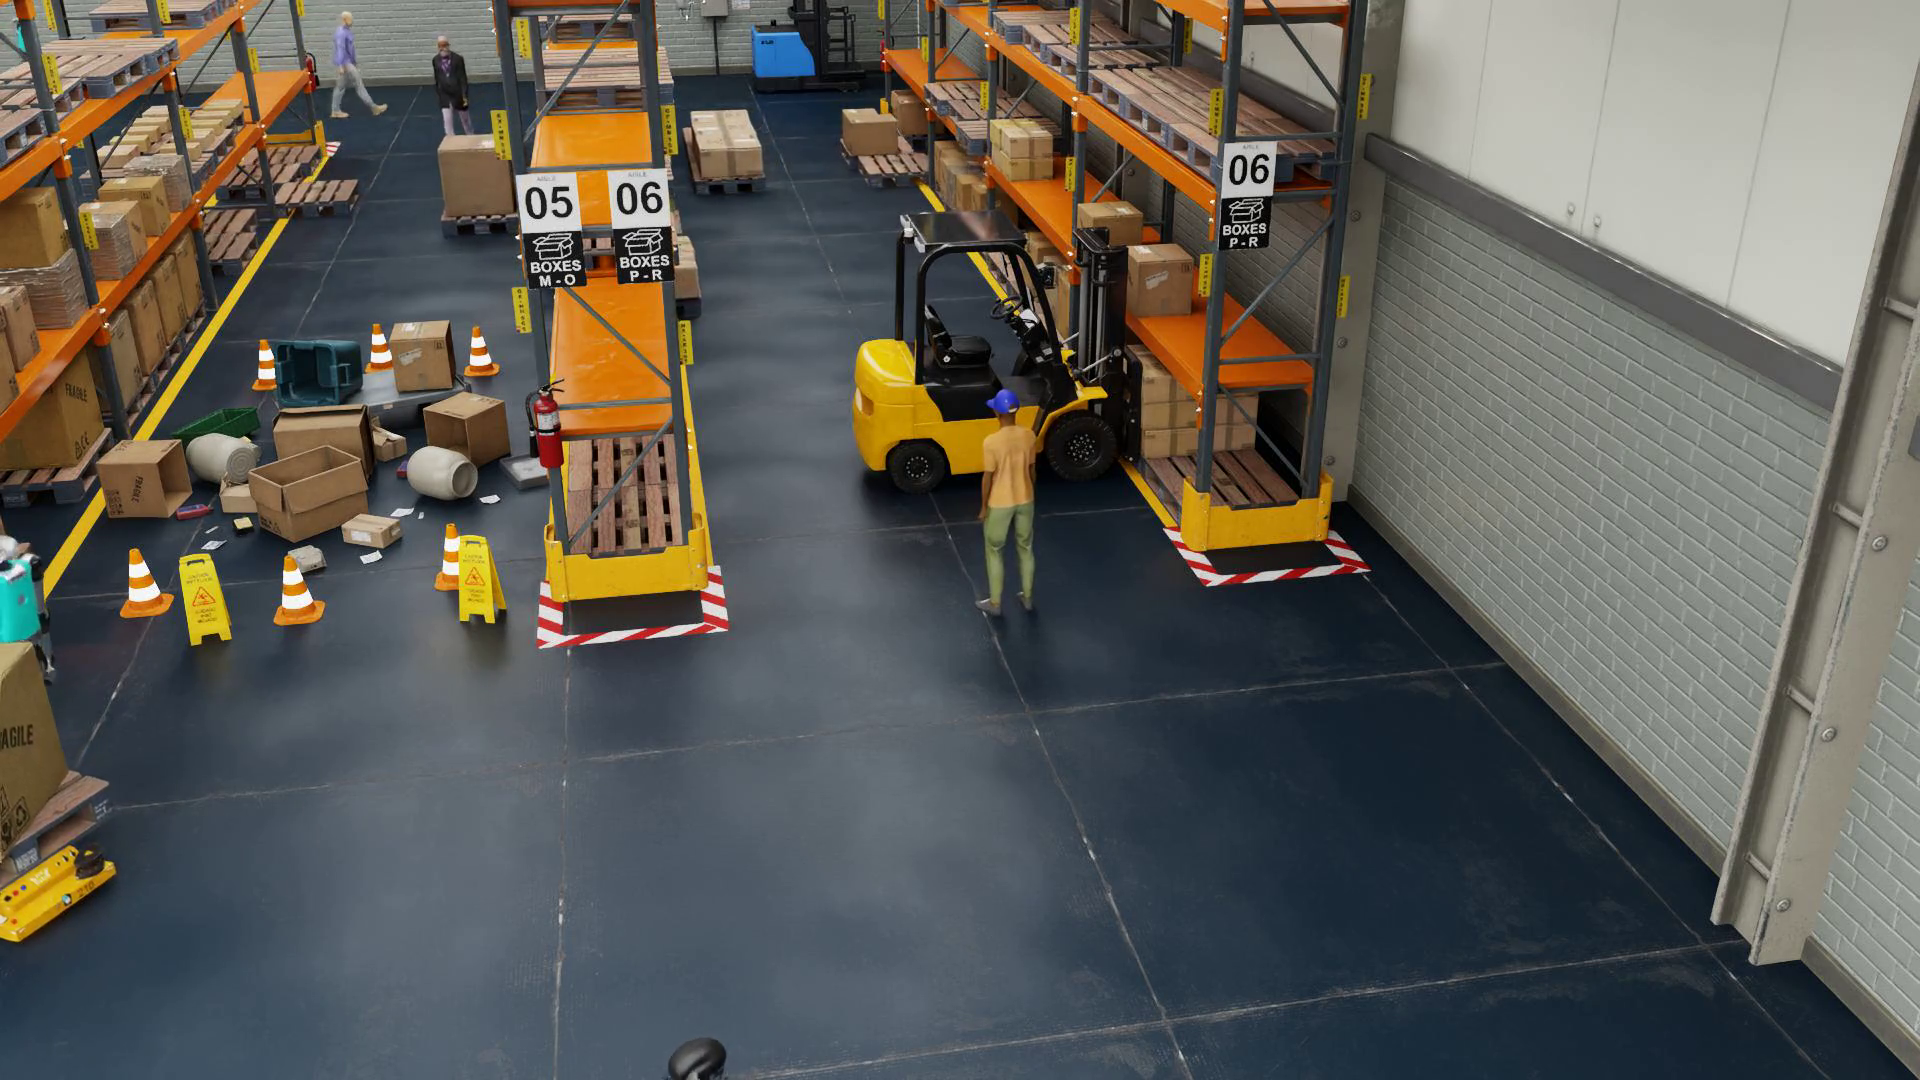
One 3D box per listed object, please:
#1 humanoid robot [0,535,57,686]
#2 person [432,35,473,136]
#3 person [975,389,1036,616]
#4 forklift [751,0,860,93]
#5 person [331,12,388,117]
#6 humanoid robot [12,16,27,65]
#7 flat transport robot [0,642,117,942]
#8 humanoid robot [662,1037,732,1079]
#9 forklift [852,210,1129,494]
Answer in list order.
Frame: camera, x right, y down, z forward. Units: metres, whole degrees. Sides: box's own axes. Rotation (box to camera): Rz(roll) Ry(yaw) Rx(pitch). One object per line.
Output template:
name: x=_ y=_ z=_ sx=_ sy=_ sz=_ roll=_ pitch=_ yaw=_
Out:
humanoid robot: x=-5.688 y=0.809 z=9.826 sx=0.698 sy=1.846 sz=0.538 roll=6 pitch=26 yaw=12
person: x=-7.803 y=-6.864 z=25.641 sx=0.525 sy=1.820 sz=0.949 roll=-2 pitch=26 yaw=-4
person: x=0.333 y=-0.284 z=12.068 sx=0.451 sy=1.706 sz=0.392 roll=-11 pitch=28 yaw=-22
forklift: x=-2.872 y=-9.679 z=30.288 sx=1.873 sy=2.768 sz=1.129 roll=-5 pitch=26 yaw=-10
person: x=-10.319 y=-8.039 z=28.180 sx=0.976 sy=1.727 sz=0.649 roll=-7 pitch=27 yaw=-14
humanoid robot: x=-15.767 y=-7.800 z=27.740 sx=1.009 sy=1.782 sz=0.531 roll=-13 pitch=29 yaw=-26
flat transport robot: x=-5.540 y=1.828 z=9.323 sx=1.431 sy=0.231 sz=0.659 roll=10 pitch=27 yaw=20
humanoid robot: x=-0.929 y=2.520 z=6.296 sx=0.498 sy=1.639 sz=0.588 roll=-22 pitch=33 yaw=-38
forklift: x=0.216 y=-1.659 z=14.366 sx=2.313 sy=2.155 sz=1.214 roll=-5 pitch=26 yaw=-10
